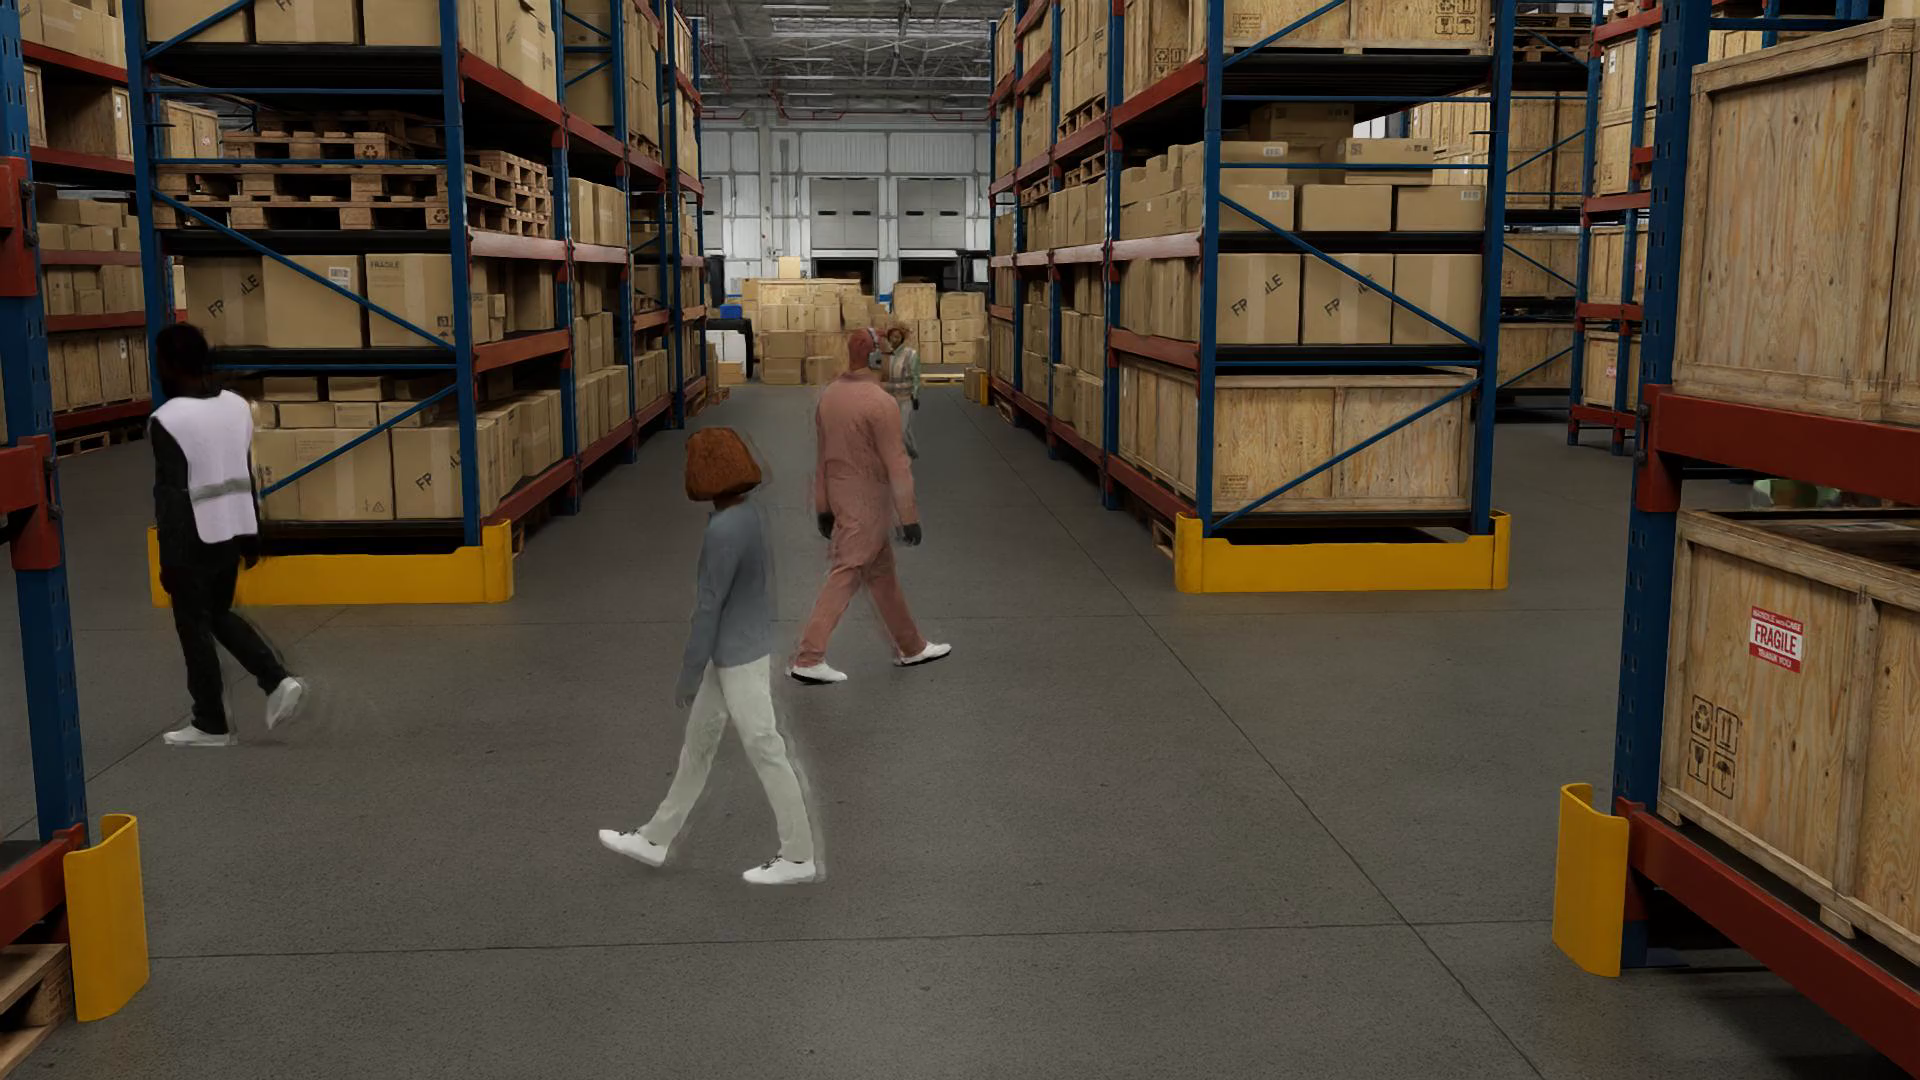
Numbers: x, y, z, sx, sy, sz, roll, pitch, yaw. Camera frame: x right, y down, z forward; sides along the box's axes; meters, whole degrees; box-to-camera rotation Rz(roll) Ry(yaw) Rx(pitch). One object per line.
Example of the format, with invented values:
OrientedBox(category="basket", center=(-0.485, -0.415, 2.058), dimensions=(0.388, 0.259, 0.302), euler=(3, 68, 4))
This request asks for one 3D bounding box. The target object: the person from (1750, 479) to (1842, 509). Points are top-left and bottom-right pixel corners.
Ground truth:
OrientedBox(category="person", center=(3.647, 0.076, 7.185), dimensions=(0.639, 1.820, 0.564), euler=(6, 11, 34))

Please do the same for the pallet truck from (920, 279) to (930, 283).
OrientedBox(category="pallet truck", center=(-0.932, -8.922, 63.114), dimensions=(1.885, 1.965, 0.823), euler=(2, 9, 13))

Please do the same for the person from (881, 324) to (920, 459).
OrientedBox(category="person", center=(-0.665, -1.574, 18.233), dimensions=(0.523, 1.597, 0.783), euler=(2, 9, 14))

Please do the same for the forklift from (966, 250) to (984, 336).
OrientedBox(category="forklift", center=(0.636, -6.855, 47.373), dimensions=(1.129, 2.768, 1.873), euler=(2, 9, 13))

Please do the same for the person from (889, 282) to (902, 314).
OrientedBox(category="person", center=(-1.945, -7.394, 53.762), dimensions=(0.665, 1.918, 0.539), euler=(-3, 9, -18))

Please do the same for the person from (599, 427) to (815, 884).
OrientedBox(category="person", center=(-0.883, 0.413, 5.727), dimensions=(0.818, 1.589, 0.526), euler=(0, 9, -1))

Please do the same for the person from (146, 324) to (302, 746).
OrientedBox(category="person", center=(-3.314, -0.003, 7.382), dimensions=(0.531, 1.903, 0.603), euler=(2, 9, 12))

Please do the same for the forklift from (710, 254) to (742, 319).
OrientedBox(category="forklift", center=(-8.383, -8.512, 57.776), dimensions=(1.873, 2.768, 1.129), euler=(0, 9, 3))

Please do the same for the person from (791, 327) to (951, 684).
OrientedBox(category="person", center=(-0.474, -0.184, 8.715), dimensions=(1.021, 1.853, 0.655), euler=(-5, 11, -31))
